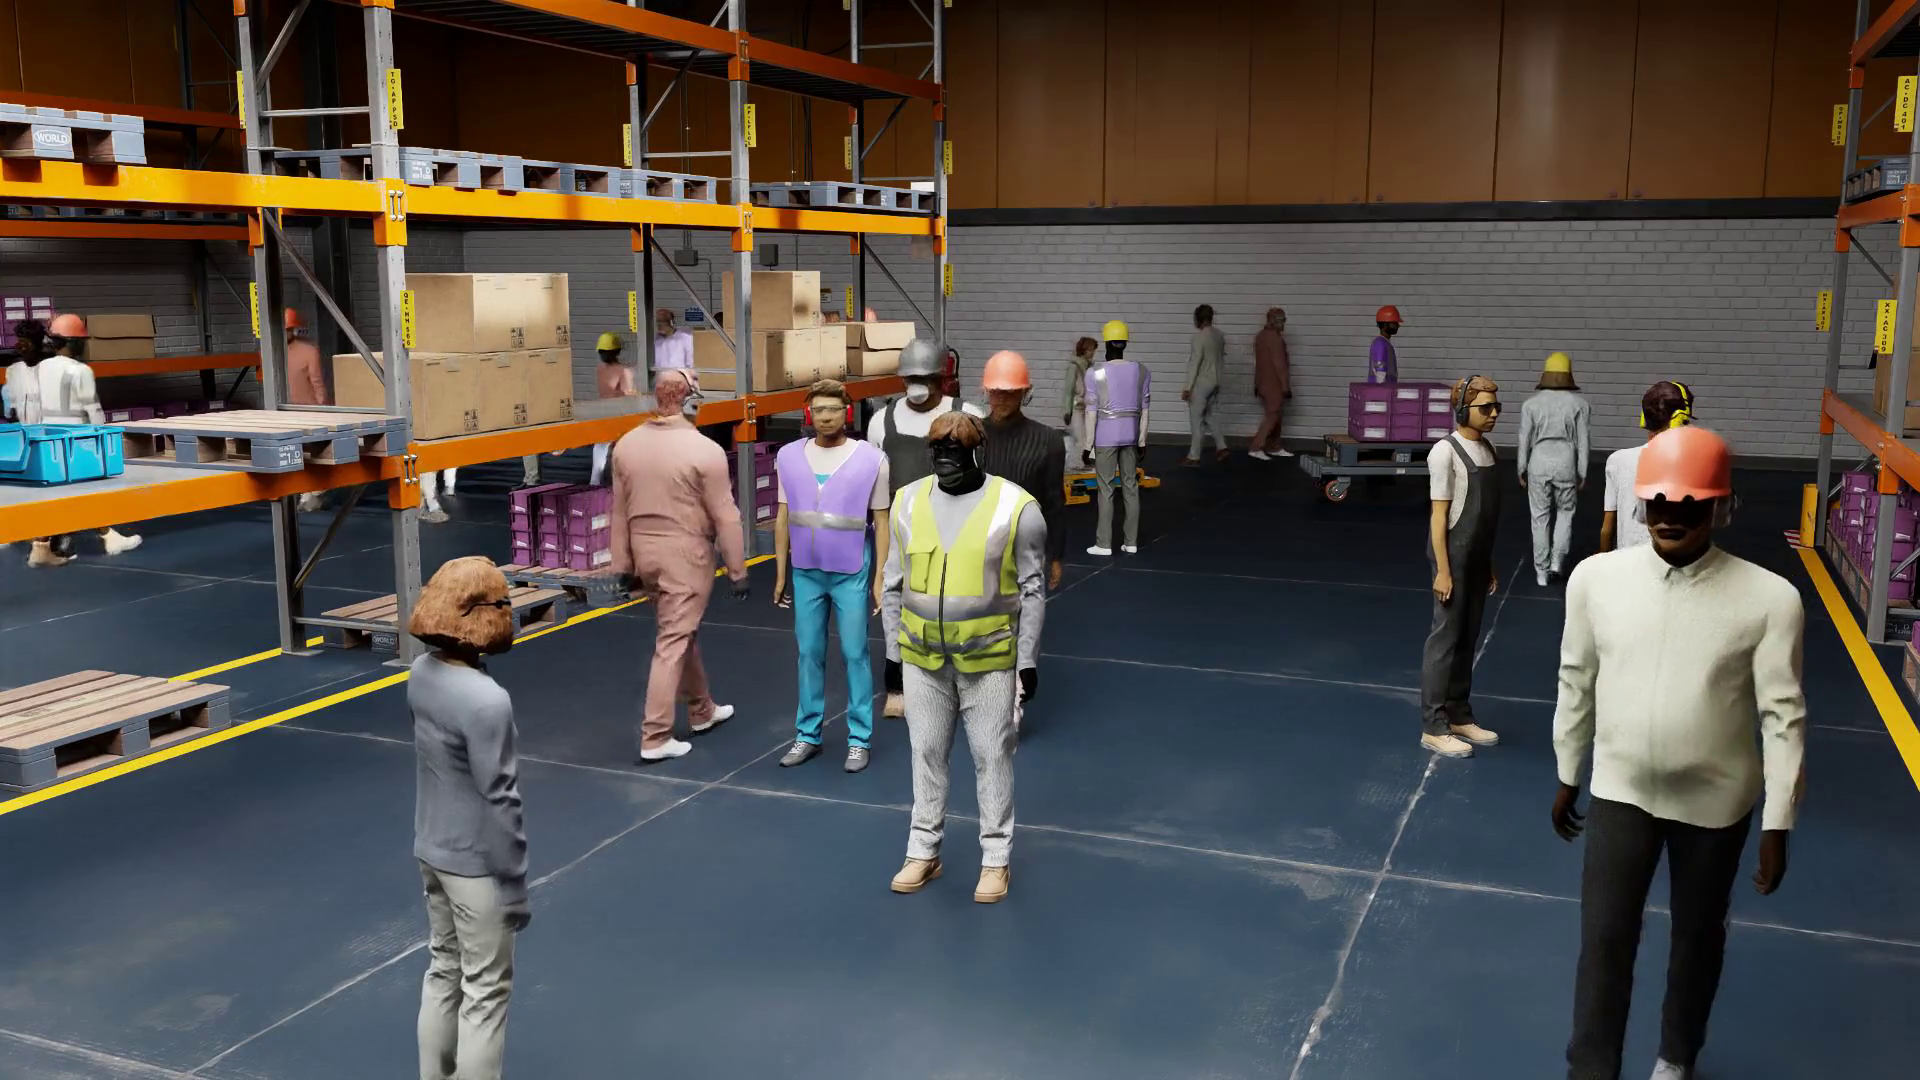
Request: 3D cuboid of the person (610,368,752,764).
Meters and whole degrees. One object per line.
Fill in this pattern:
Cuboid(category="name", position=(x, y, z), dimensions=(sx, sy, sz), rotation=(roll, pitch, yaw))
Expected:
Cuboid(category="person", position=(-1.288, 0.104, 8.111), dimensions=(0.665, 1.865, 0.908), rotation=(6, 11, 32))

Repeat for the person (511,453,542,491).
Cuboid(category="person", position=(-4.529, -1.384, 17.257), dimensions=(0.404, 1.829, 0.600), rotation=(-3, 10, -19))

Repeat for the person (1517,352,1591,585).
Cuboid(category="person", position=(4.409, -0.532, 12.384), dimensions=(0.508, 1.724, 0.415), rotation=(3, 10, 20))

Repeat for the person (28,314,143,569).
Cuboid(category="person", position=(-7.052, -0.793, 13.236), dimensions=(0.636, 1.986, 1.066), rotation=(5, 11, 28))

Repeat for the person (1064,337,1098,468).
Cuboid(category="person", position=(1.331, -1.355, 17.747), dimensions=(0.502, 1.619, 0.588), rotation=(5, 11, 29))

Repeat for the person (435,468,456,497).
Cuboid(category="person", position=(-5.386, -1.365, 17.178), dimensions=(0.588, 1.831, 1.013), rotation=(-5, 10, -26))

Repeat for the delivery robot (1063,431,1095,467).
Cuboid(category="delivery robot", position=(1.203, -0.958, 18.257), dimensions=(0.707, 0.478, 0.477), rotation=(0, 9, 2))

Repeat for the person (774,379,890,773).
Cuboid(category="person", position=(-0.600, 0.164, 7.831), dimensions=(0.571, 1.845, 0.376), rotation=(3, 10, 17))

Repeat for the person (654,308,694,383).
Cuboid(category="person", position=(-3.275, -1.655, 18.697), dimensions=(0.676, 1.894, 0.440), rotation=(2, 10, 15))

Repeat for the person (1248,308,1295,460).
Cuboid(category="person", position=(3.829, -1.897, 20.336), dimensions=(0.694, 1.858, 0.680), rotation=(-1, 9, -8))

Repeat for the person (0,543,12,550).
Cuboid(category="person", position=(-8.230, -0.754, 13.494), dimensions=(0.535, 1.813, 0.971), rotation=(5, 11, 29))

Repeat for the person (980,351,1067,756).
Cuboid(category="person", position=(0.229, 0.027, 8.328), dimensions=(0.621, 1.968, 0.907), rotation=(2, 10, 13))

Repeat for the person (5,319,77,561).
Cuboid(category="person", position=(-7.374, -0.794, 13.371), dimensions=(0.610, 1.945, 0.521), rotation=(3, 10, 16))

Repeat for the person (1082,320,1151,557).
Cuboid(category="person", position=(1.263, -0.821, 13.559), dimensions=(0.587, 1.928, 0.362), rotation=(-4, 10, -22))

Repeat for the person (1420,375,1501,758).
Cuboid(category="person", position=(2.459, 0.121, 8.100), dimensions=(0.345, 1.846, 0.506), rotation=(9, 13, 43))

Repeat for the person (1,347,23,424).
Cuboid(category="person", position=(-8.104, -0.886, 14.717), dimensions=(0.571, 1.666, 0.719), rotation=(-1, 9, -4))

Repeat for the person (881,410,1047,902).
Cuboid(category="person", position=(-0.004, 0.433, 6.218), dimensions=(0.635, 1.842, 0.429), rotation=(3, 10, 19))

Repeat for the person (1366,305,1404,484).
Cuboid(category="person", position=(4.621, -1.581, 18.128), dimensions=(0.362, 1.939, 0.542), rotation=(3, 10, 15))

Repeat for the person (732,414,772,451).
Cuboid(category="person", position=(-2.156, -1.312, 17.039), dimensions=(0.528, 1.765, 0.335), rotation=(5, 10, 26))

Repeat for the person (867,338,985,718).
Cuboid(category="person", position=(-0.169, -0.127, 9.014), dimensions=(0.684, 2.000, 0.978), rotation=(1, 9, 7))

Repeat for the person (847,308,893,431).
Cuboid(category="person", position=(-1.040, -1.599, 18.348), dimensions=(0.780, 1.903, 0.562), rotation=(-5, 11, -30))

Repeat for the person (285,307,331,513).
Cuboid(category="person", position=(-6.292, -1.215, 15.811), dimensions=(0.606, 1.976, 0.495), rotation=(6, 11, 32))

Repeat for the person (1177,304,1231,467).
Cuboid(category="person", position=(2.848, -1.810, 19.548), dimensions=(0.521, 1.928, 0.655), rotation=(6, 11, 34))

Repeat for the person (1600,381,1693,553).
Cuboid(category="person", position=(3.093, 0.223, 7.428), dimensions=(0.328, 1.865, 0.519), rotation=(-6, 11, -30))

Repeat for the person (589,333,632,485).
Cuboid(category="person", position=(-3.417, -1.210, 16.580), dimensions=(0.531, 1.710, 0.921), rotation=(7, 12, 36))

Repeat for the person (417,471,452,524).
Cuboid(category="person", position=(-4.871, -1.083, 15.369), dimensions=(0.828, 1.846, 0.588), rotation=(6, 11, 33))

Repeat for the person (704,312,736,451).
Cuboid(category="person", position=(-2.388, -1.293, 16.455), dimensions=(0.393, 1.916, 0.590), rotation=(4, 10, 22))

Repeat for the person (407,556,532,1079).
Cuboid(category="person", position=(-1.272, 0.847, 4.356), dimensions=(0.276, 1.628, 0.501), rotation=(-8, 12, -40))

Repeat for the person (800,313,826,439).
Cuboid(category="person", position=(-1.482, -1.541, 18.097), dimensions=(0.900, 1.875, 0.653), rotation=(-2, 10, -11))

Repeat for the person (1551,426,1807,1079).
Cuboid(category="person", position=(1.845, 0.685, 4.367), dimensions=(0.647, 1.942, 0.990), rotation=(6, 11, 32))

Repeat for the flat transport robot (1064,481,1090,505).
Cuboid(category="flat transport robot", position=(0.617, -0.523, 16.762), dimensions=(0.652, 0.197, 1.431), rotation=(-6, 11, -32))

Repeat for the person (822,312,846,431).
Cuboid(category="person", position=(-1.500, -1.706, 19.183), dimensions=(0.429, 1.844, 0.625), rotation=(3, 10, 15))

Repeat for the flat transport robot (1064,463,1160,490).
Cuboid(category="flat transport robot", position=(1.348, -0.652, 17.542), dimensions=(1.431, 0.197, 0.652), rotation=(-6, 11, -31))
